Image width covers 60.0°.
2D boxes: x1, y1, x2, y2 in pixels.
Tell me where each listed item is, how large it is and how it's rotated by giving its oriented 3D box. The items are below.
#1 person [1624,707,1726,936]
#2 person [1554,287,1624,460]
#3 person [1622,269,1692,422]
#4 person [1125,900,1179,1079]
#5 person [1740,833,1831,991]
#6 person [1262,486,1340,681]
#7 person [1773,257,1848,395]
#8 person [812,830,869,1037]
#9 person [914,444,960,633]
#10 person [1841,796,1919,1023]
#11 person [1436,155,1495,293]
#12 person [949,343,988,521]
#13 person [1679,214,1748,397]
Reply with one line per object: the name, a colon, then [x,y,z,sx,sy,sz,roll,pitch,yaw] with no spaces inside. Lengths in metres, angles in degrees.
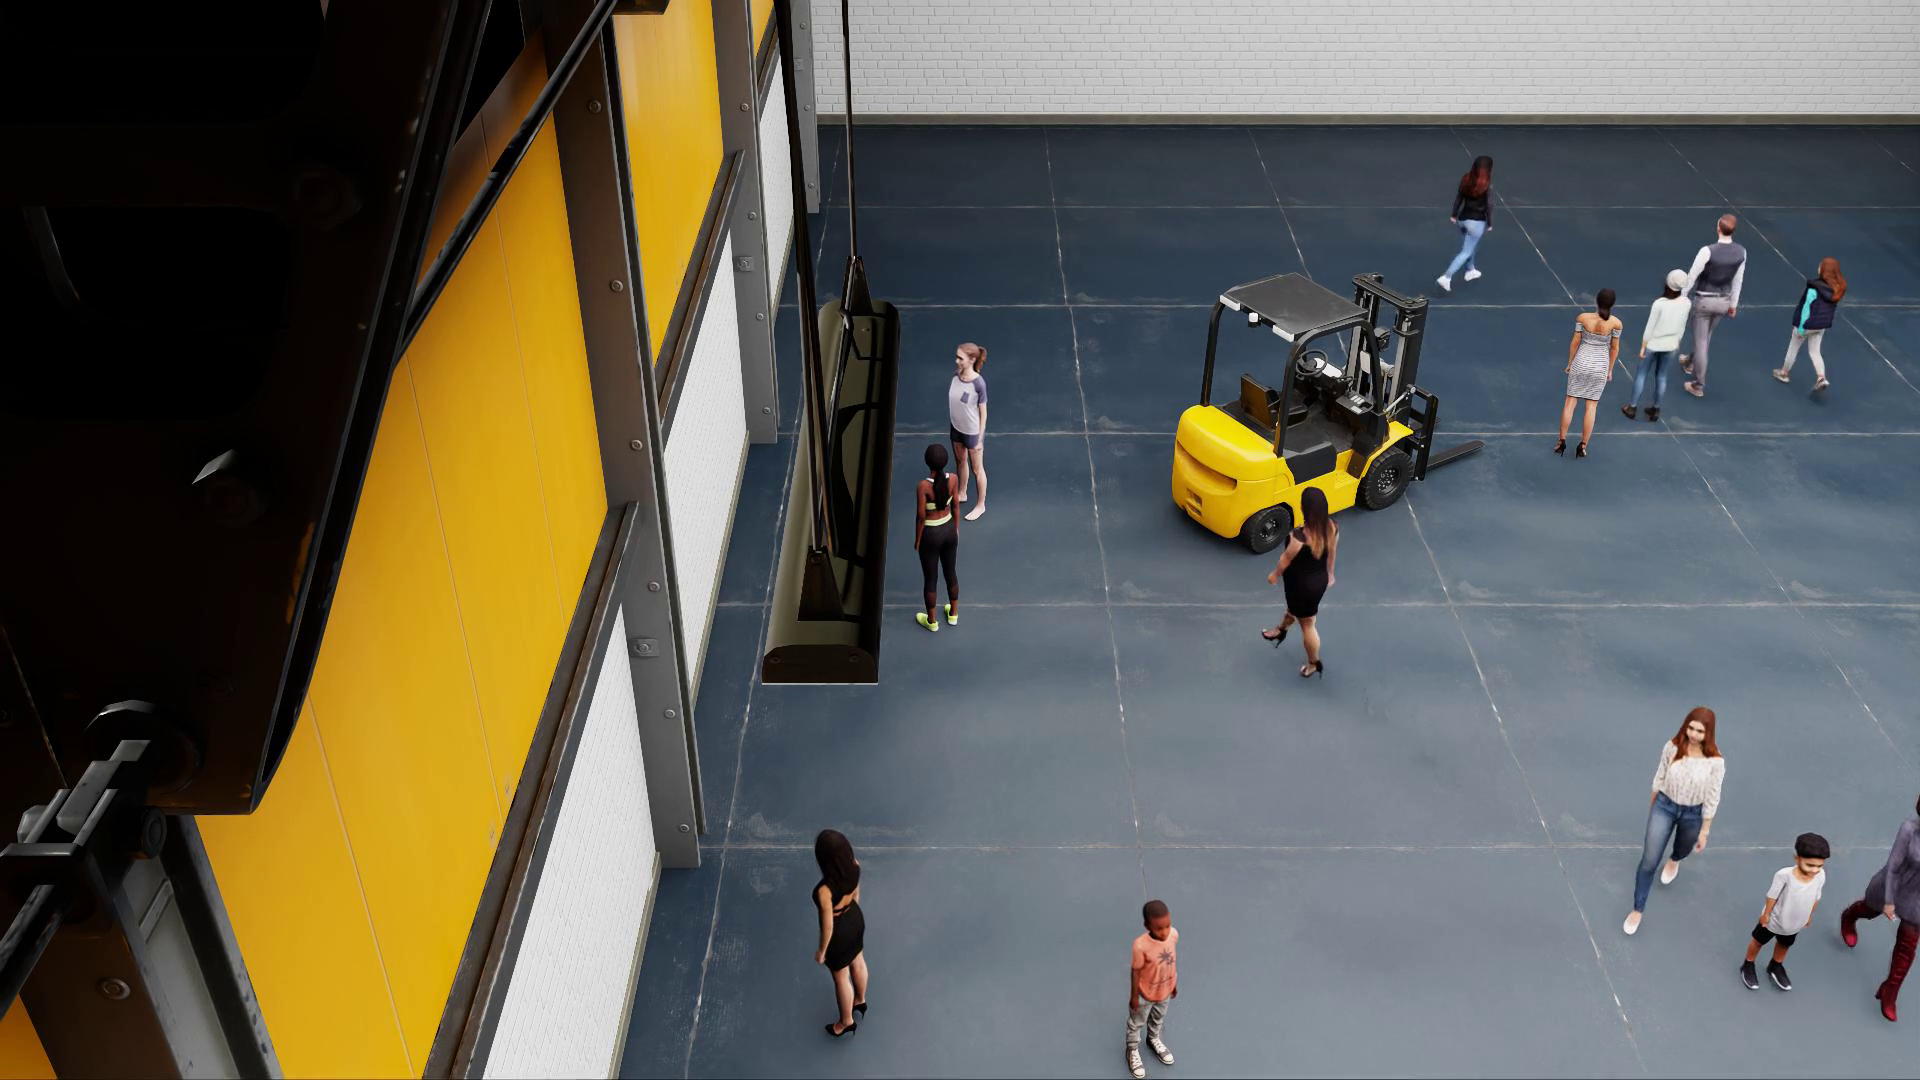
person: [4.852,1.798,11.155,0.974,1.701,1.169,19,38,26]
person: [6.122,-1.628,16.202,0.667,1.821,0.658,14,36,20]
person: [7.133,-1.980,16.893,0.594,1.641,0.539,-3,34,-4]
person: [1.167,2.702,10.148,0.557,1.311,0.588,-16,37,-23]
person: [5.322,2.370,10.697,0.479,1.256,0.474,1,34,2]
person: [2.828,0.404,13.270,0.962,1.681,1.044,-26,42,-33]
person: [8.986,-2.236,17.422,0.734,1.482,0.996,-10,35,-14]
person: [-0.719,2.430,10.255,0.692,1.645,0.586,20,38,27]
person: [-0.181,-0.023,13.847,0.641,1.754,0.648,-16,37,-23]
person: [5.968,2.174,10.619,0.693,1.670,1.099,5,34,7]
person: [5.941,-3.681,19.492,1.097,1.597,1.124,-20,39,-27]
person: [0.077,-1.023,15.341,0.733,1.766,0.661,-25,41,-33]
person: [7.856,-2.414,17.299,0.705,1.915,1.037,-2,34,-4]
